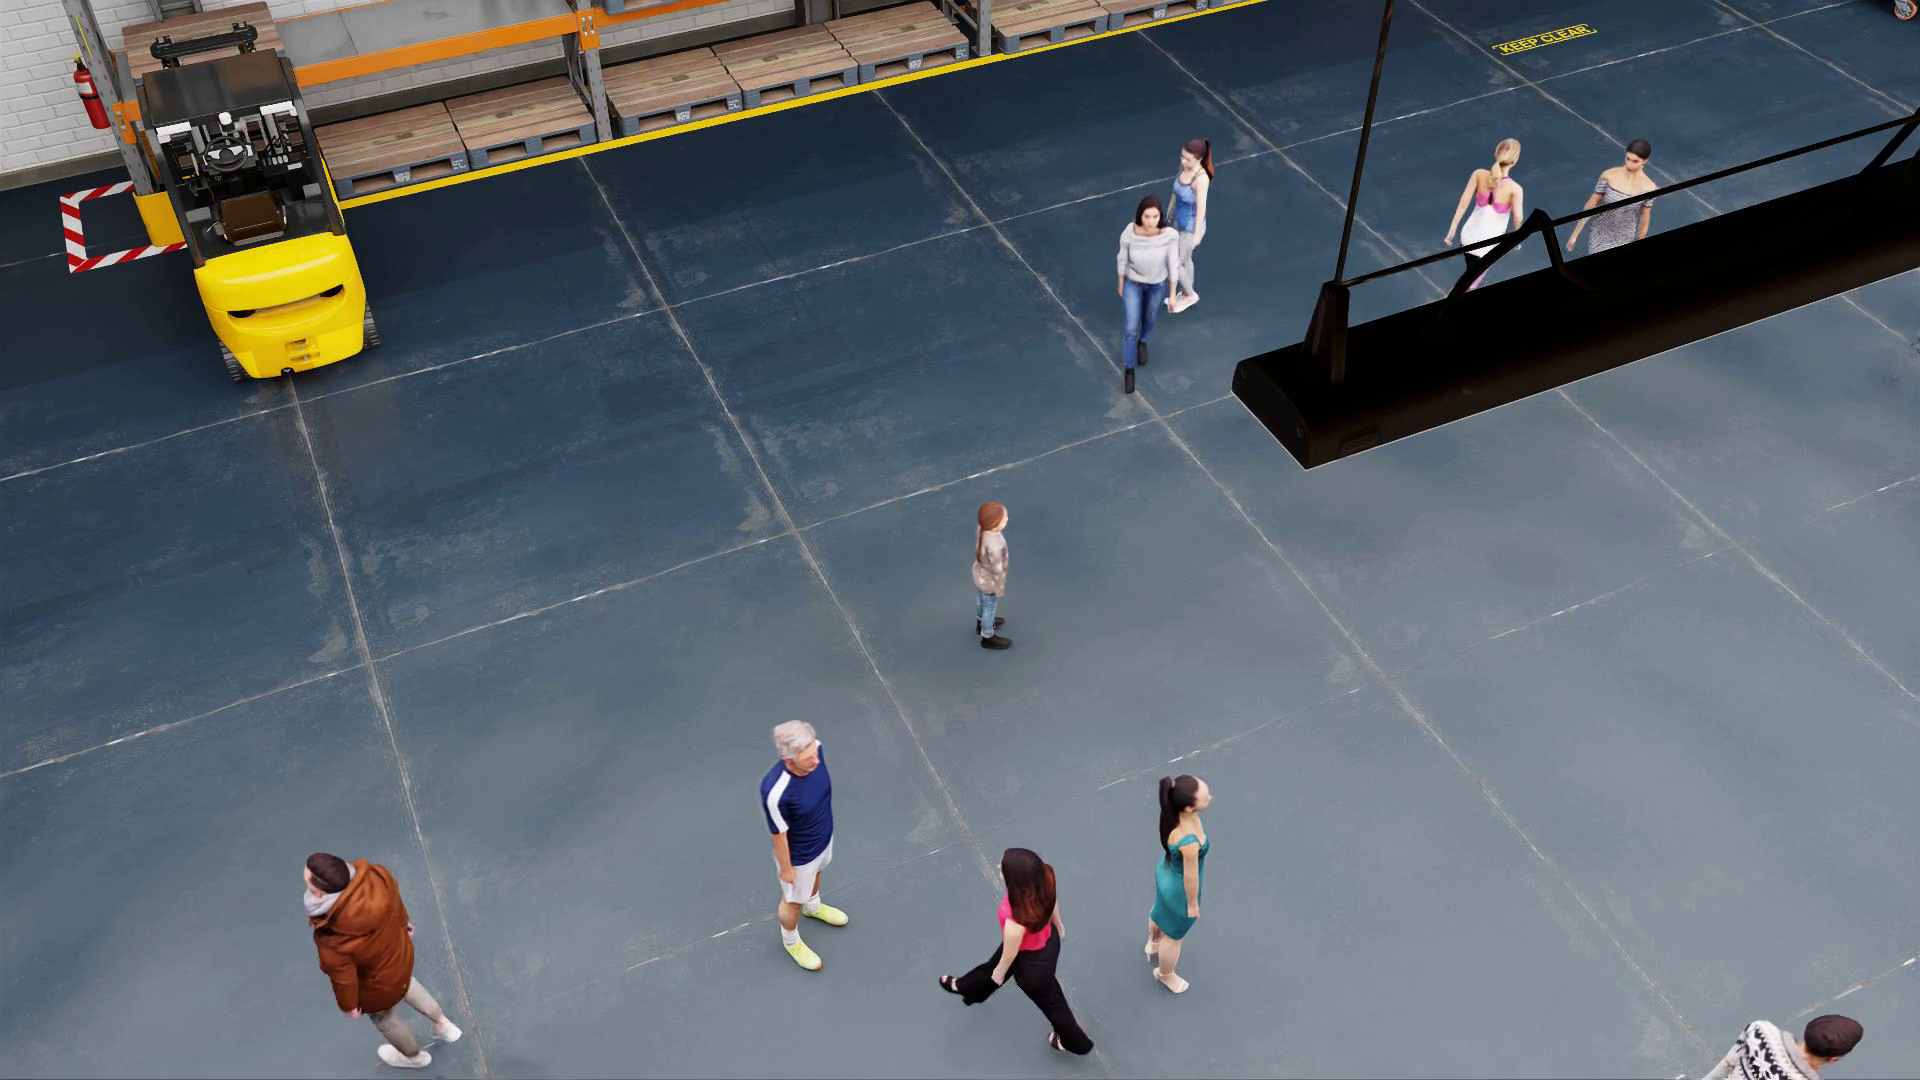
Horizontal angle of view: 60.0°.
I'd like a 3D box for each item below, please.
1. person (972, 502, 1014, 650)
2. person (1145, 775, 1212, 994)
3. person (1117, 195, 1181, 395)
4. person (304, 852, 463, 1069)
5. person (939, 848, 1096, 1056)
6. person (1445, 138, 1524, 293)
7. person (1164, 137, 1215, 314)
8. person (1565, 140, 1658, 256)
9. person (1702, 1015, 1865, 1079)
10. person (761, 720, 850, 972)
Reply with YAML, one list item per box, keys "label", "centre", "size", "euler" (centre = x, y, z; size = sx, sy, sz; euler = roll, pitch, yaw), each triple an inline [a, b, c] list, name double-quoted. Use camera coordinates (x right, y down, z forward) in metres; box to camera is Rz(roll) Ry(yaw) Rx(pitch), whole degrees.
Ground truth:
- label: "person"
  centre: [0.184, 0.215, 10.741]
  size: [0.503, 1.195, 0.512]
  euler: [-10, 45, -11]
- label: "person"
  centre: [1.147, 1.792, 8.729]
  size: [0.578, 1.687, 0.599]
  euler: [-5, 44, -5]
- label: "person"
  centre: [1.418, -1.983, 12.753]
  size: [0.955, 1.601, 0.923]
  euler: [0, 44, 0]
- label: "person"
  centre: [-2.837, 2.120, 8.282]
  size: [0.919, 1.829, 0.874]
  euler: [9, 44, 9]
- label: "person"
  centre: [0.432, 2.128, 8.437]
  size: [1.141, 1.602, 1.079]
  euler: [15, 46, 15]
- label: "person"
  centre: [3.987, -2.235, 12.919]
  size: [0.902, 1.737, 1.242]
  euler: [34, 53, 30]
- label: "person"
  centre: [1.899, -2.523, 13.324]
  size: [0.650, 1.596, 0.652]
  euler: [-4, 44, -4]
- label: "person"
  centre: [5.142, -2.374, 13.021]
  size: [0.851, 1.799, 0.969]
  euler: [32, 52, 29]
- label: "person"
  centre: [3.515, 2.749, 7.624]
  size: [1.161, 1.825, 0.847]
  euler: [-7, 44, -8]
- label: "person"
  centre: [-0.835, 1.574, 8.849]
  size: [0.770, 1.836, 0.689]
  euler: [18, 46, 18]
